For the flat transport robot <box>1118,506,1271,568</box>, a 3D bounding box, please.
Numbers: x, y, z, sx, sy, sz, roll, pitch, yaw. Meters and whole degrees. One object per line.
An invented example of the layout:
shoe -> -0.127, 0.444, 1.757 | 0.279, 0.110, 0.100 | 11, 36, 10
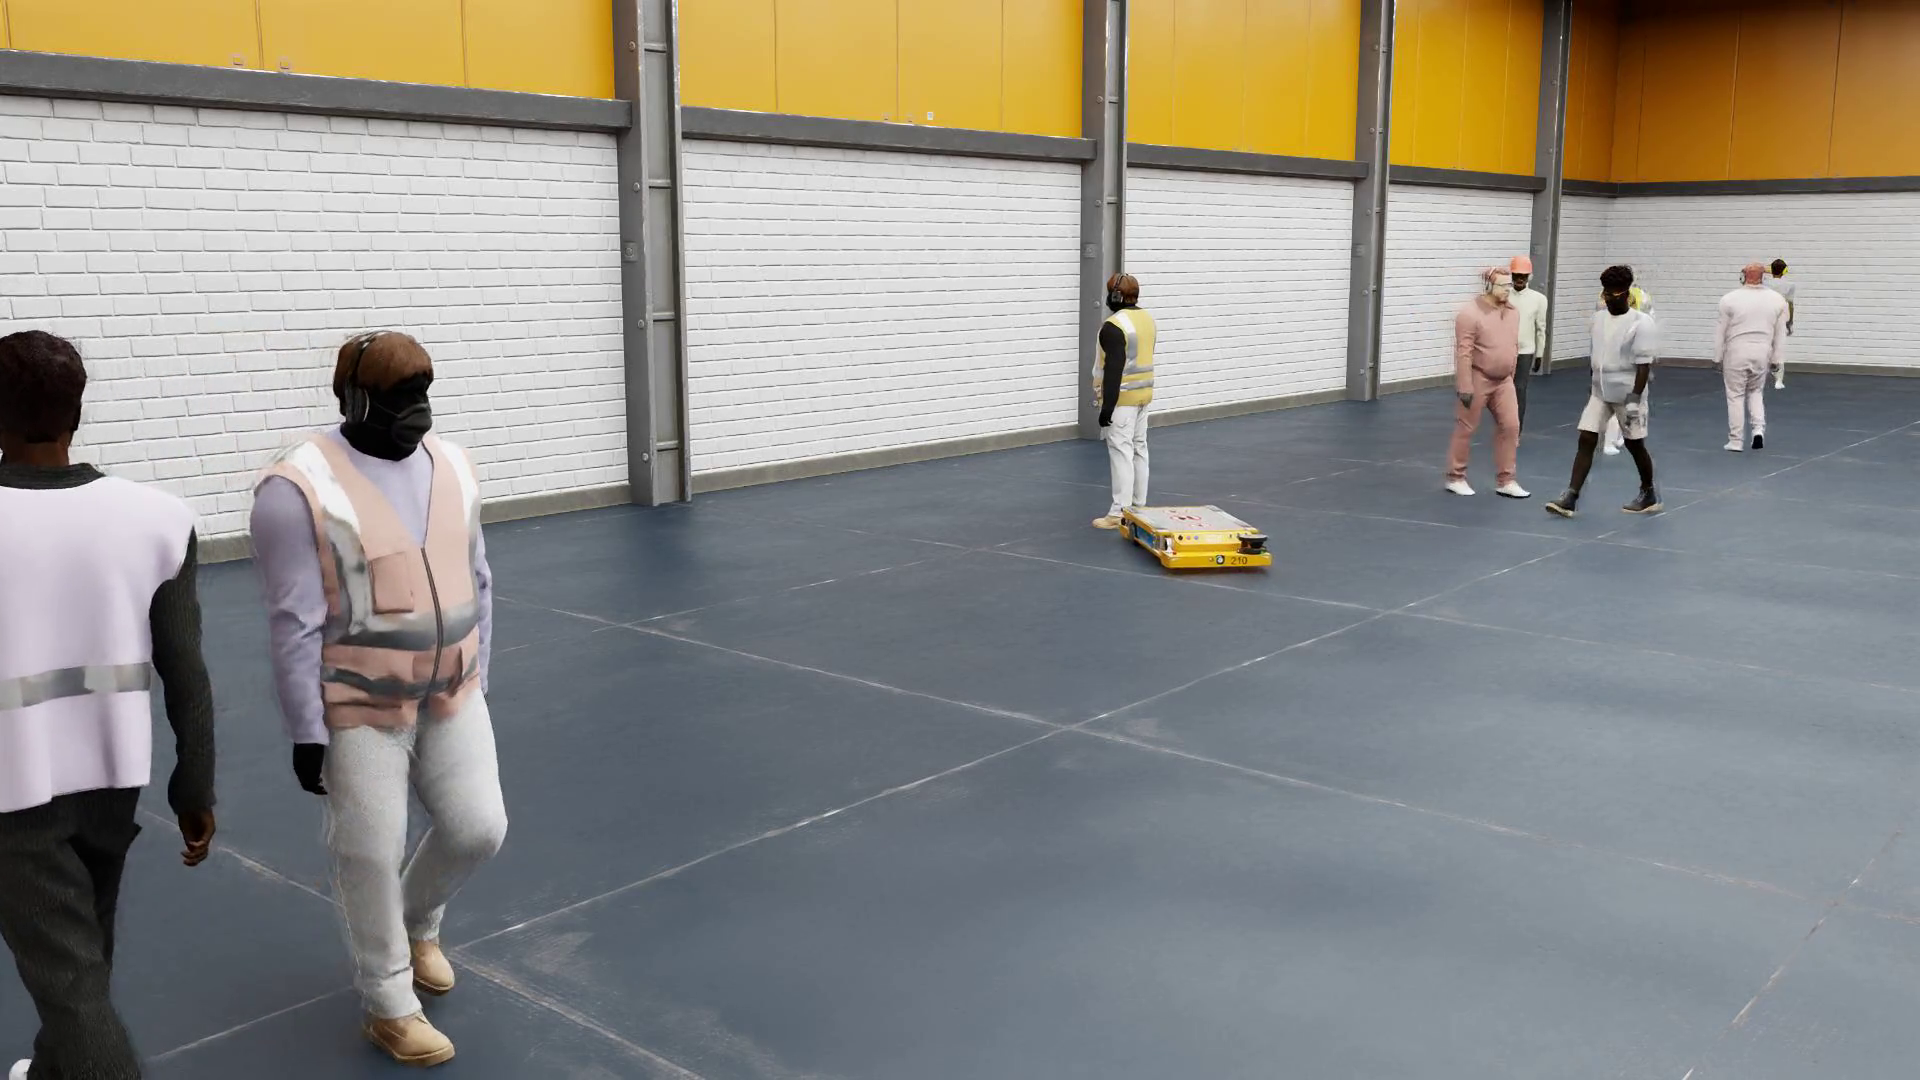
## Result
flat transport robot -> 1.528, -0.041, 11.050 | 0.652, 0.197, 1.431 | -1, 10, -8

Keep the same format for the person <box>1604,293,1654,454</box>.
person -> 6.595, -1.660, 16.517 | 0.853, 1.592, 0.508 | -10, 14, -44

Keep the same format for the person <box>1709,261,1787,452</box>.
person -> 7.817, -1.819, 16.573 | 0.646, 1.892, 0.431 | 0, 10, 2

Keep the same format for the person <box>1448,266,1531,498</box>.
person -> 4.300, -1.260, 13.438 | 0.659, 1.869, 0.822 | -4, 11, -24

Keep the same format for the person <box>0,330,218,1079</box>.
person -> -1.876, 0.502, 3.464 | 1.040, 1.861, 0.602 | 8, 13, 40

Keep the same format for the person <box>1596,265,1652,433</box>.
person -> 7.231, -2.092, 18.262 | 0.634, 1.841, 0.429 | -1, 10, -5

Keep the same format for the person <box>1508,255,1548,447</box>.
person -> 5.765, -1.978, 17.306 | 0.611, 1.956, 0.981 | 5, 11, 25

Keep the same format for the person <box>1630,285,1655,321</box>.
person -> 7.902, -2.218, 19.674 | 0.542, 1.583, 0.877 | 3, 10, 16

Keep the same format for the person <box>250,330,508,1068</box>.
person -> -1.413, 0.394, 4.137 | 0.444, 1.828, 0.638 | 8, 13, 38

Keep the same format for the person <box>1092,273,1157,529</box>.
person -> 1.171, -0.996, 12.020 | 0.430, 1.845, 0.622 | 6, 12, 33

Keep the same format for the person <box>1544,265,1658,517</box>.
person -> 4.922, -1.108, 12.521 | 1.040, 1.895, 0.642 | -5, 11, -28

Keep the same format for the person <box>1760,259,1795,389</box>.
person -> 11.745, -3.116, 24.012 | 0.534, 1.869, 0.311 | 5, 11, 25
